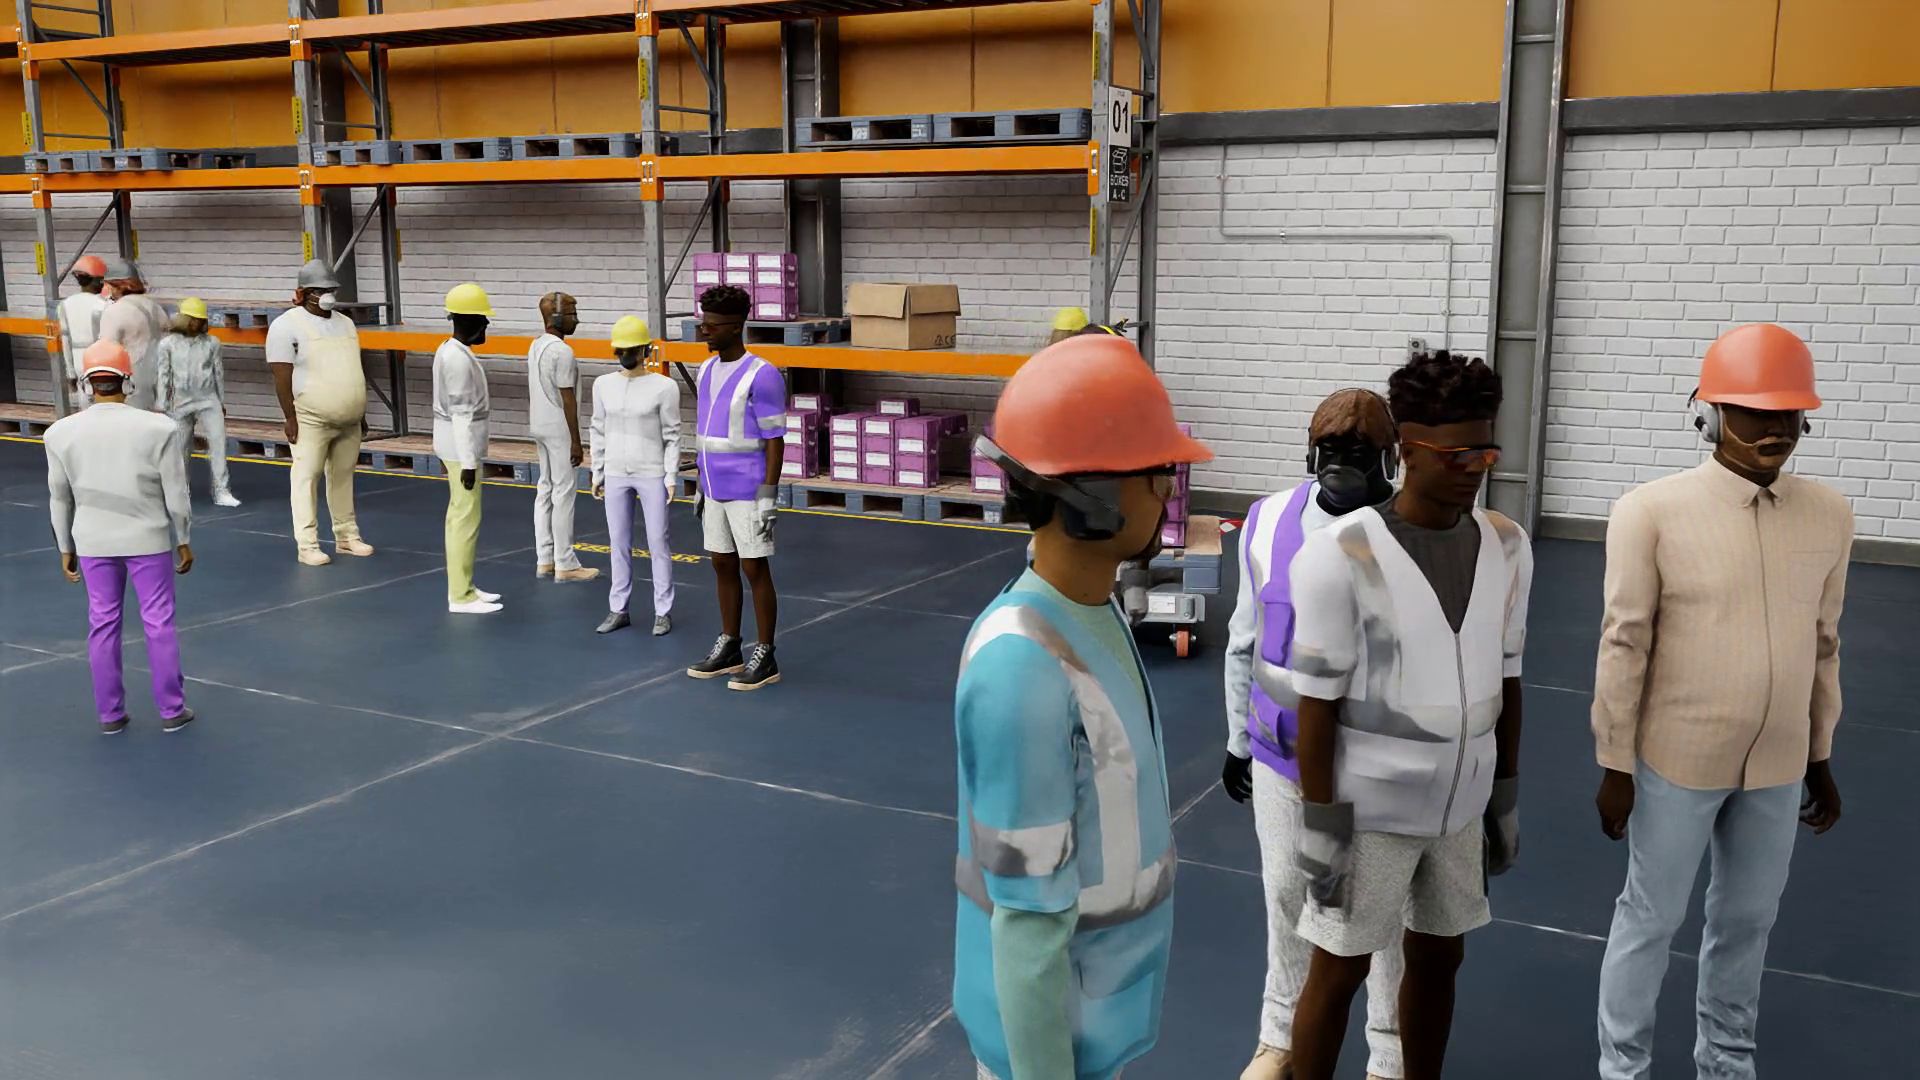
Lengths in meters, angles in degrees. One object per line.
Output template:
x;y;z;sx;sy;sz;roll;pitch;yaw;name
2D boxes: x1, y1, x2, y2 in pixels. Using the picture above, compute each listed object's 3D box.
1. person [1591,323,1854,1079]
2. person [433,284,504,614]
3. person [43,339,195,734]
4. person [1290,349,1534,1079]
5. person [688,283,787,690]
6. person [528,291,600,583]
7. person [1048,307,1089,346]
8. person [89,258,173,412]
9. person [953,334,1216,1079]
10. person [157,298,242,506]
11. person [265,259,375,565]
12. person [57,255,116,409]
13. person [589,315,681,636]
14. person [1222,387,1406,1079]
1.765;0.499;3.859;0.622;1.994;0.381;-2;11;-11;person
-2.867;-0.527;9.711;0.393;1.919;0.589;-4;11;-20;person
-3.684;-0.008;7.338;0.568;1.746;0.345;-2;11;-11;person
0.986;0.561;3.643;0.604;1.957;0.386;-4;11;-21;person
-1.096;-0.258;8.088;0.361;1.964;0.617;-10;14;-44;person
-2.553;-0.651;10.581;0.325;1.842;0.516;-8;13;-38;person
0.757;-0.660;10.924;0.554;1.721;0.513;-5;11;-24;person
-6.999;-1.345;13.847;0.868;2.000;0.687;1;10;5;person
0.181;0.717;2.529;0.368;2.045;0.614;2;11;10;person
-6.286;-1.117;13.553;0.559;1.697;0.629;-6;12;-31;person
-4.254;-0.866;11.223;0.536;2.000;0.676;6;12;28;person
-7.733;-1.525;14.874;0.628;2.033;0.597;3;11;17;person
-1.786;-0.350;9.147;0.524;1.768;0.311;2;11;11;person
0.936;0.539;4.107;0.632;1.838;0.430;8;13;36;person
